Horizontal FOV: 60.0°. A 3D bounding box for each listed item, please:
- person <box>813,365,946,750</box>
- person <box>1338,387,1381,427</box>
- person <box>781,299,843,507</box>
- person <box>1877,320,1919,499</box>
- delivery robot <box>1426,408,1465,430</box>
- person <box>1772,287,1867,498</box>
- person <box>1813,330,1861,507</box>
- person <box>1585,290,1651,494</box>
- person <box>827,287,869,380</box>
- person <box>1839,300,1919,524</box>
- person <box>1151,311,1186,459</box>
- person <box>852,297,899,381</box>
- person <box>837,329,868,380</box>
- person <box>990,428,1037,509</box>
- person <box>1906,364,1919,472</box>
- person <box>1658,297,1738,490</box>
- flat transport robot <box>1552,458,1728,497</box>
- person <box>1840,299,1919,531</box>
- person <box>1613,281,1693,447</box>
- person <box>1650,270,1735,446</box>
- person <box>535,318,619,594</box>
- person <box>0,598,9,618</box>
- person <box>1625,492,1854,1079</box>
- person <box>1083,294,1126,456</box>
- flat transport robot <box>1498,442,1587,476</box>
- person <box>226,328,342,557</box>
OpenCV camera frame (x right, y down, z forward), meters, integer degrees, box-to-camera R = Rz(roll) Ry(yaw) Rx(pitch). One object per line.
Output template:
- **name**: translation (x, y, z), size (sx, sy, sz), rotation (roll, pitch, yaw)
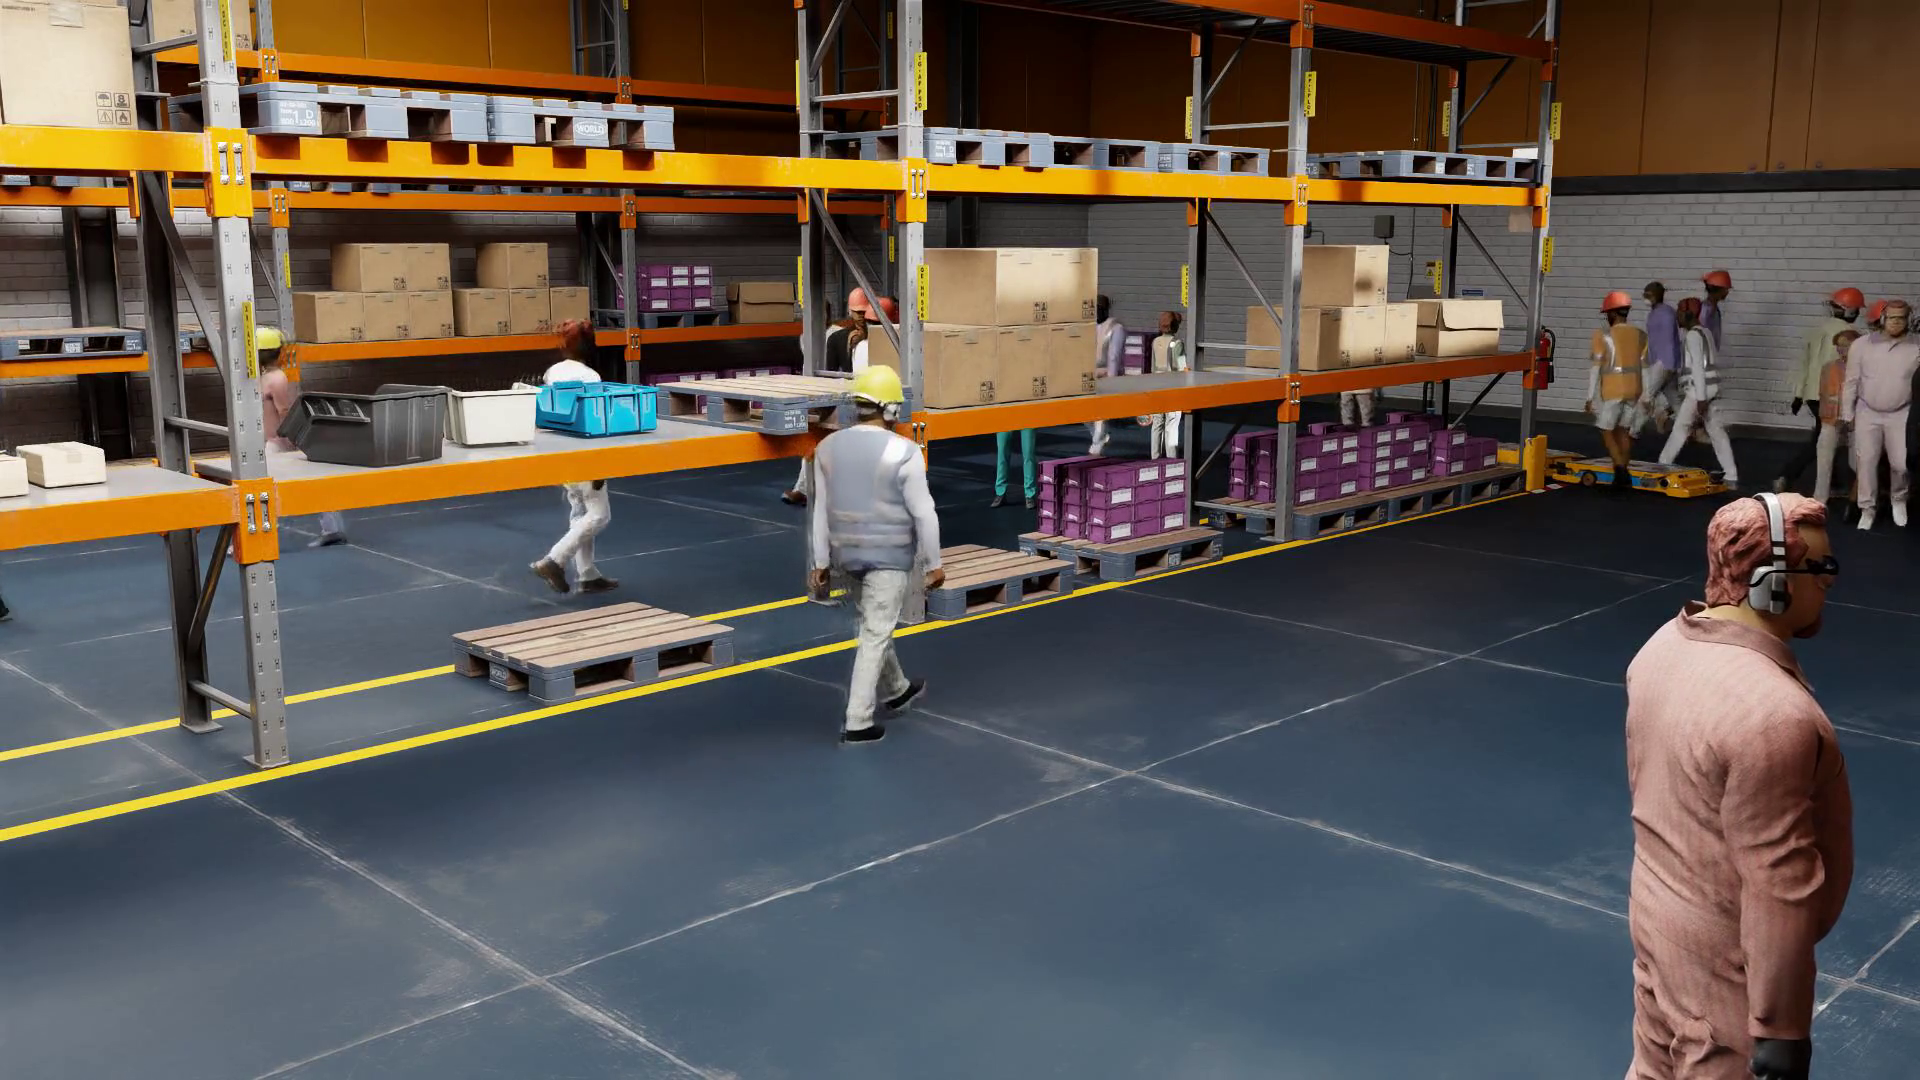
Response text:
- **person**: translation (-0.342, 0.057, 8.015), size (0.606, 1.786, 0.912), rotation (7, 12, 33)
- **person**: translation (4.063, -1.517, 17.045), size (0.543, 1.631, 0.415), rotation (7, 13, 35)
- **person**: translation (-1.182, -1.232, 14.847), size (0.651, 1.878, 1.055), rotation (7, 13, 34)
- **person**: translation (8.882, -1.361, 15.067), size (1.054, 2.000, 0.687), rotation (2, 11, 12)
- **delivery robot**: translation (5.042, -1.172, 17.834), size (0.477, 0.478, 0.707), rotation (-8, 13, -38)
- **person**: translation (7.791, -1.315, 15.075), size (0.897, 1.959, 0.634), rotation (-1, 10, -7)
- **person**: translation (7.631, -1.001, 14.279), size (0.734, 1.613, 0.517), rotation (-7, 13, -35)
- **person**: translation (6.203, -1.370, 15.521), size (0.620, 1.903, 0.719), rotation (-2, 11, -9)
- **person**: translation (-0.814, -1.113, 13.888), size (0.636, 1.981, 0.419), rotation (-3, 11, -17)
- **person**: translation (7.808, -1.071, 14.003), size (1.009, 1.858, 0.586), rotation (-4, 11, -20)
- **person**: translation (2.132, -1.515, 16.995), size (0.307, 1.643, 0.514), rotation (-6, 12, -31)
- **person**: translation (-0.628, -0.942, 13.081), size (0.374, 1.936, 0.551), rotation (-6, 12, -28)
- **person**: translation (-0.841, -0.938, 13.871), size (0.497, 1.633, 0.285), rotation (0, 10, 1)
- **person**: translation (0.498, -1.148, 14.654), size (0.525, 1.769, 0.313), rotation (2, 11, 11)
- **person**: translation (7.023, -0.638, 11.720), size (0.647, 1.822, 0.445), rotation (6, 12, 28)
- **person**: translation (7.022, -1.393, 15.867), size (0.959, 1.821, 0.604), rotation (8, 13, 38)
- **flat transport robot**: translation (6.445, -0.610, 15.801), size (0.652, 0.197, 1.431), rotation (-7, 13, -35)
- **person**: translation (7.554, -1.012, 13.571), size (0.647, 1.893, 0.411), rotation (7, 12, 32)
- **person**: translation (7.943, -1.997, 18.970), size (1.027, 1.865, 0.716), rotation (2, 11, 10)
- **person**: translation (8.425, -2.087, 19.083), size (0.740, 2.024, 0.636), rotation (7, 12, 33)
- **person**: translation (-2.565, -0.532, 11.028), size (0.577, 1.869, 0.579), rotation (10, 14, 44)
- **person**: translation (-6.113, -0.323, 9.852), size (0.546, 1.892, 1.012), rotation (4, 11, 20)
- **person**: translation (1.579, 0.846, 3.396), size (0.408, 1.908, 0.645), rotation (0, 10, 2)
- **person**: translation (1.500, -1.682, 17.476), size (0.651, 1.802, 0.589), rotation (9, 14, 40)
- **flat transport robot**: translation (5.689, -0.838, 17.045), size (0.652, 0.197, 1.431), rotation (-5, 11, -23)
- **person**: translation (-5.181, -0.747, 12.610), size (0.925, 1.718, 0.524), rotation (-5, 12, -26)
